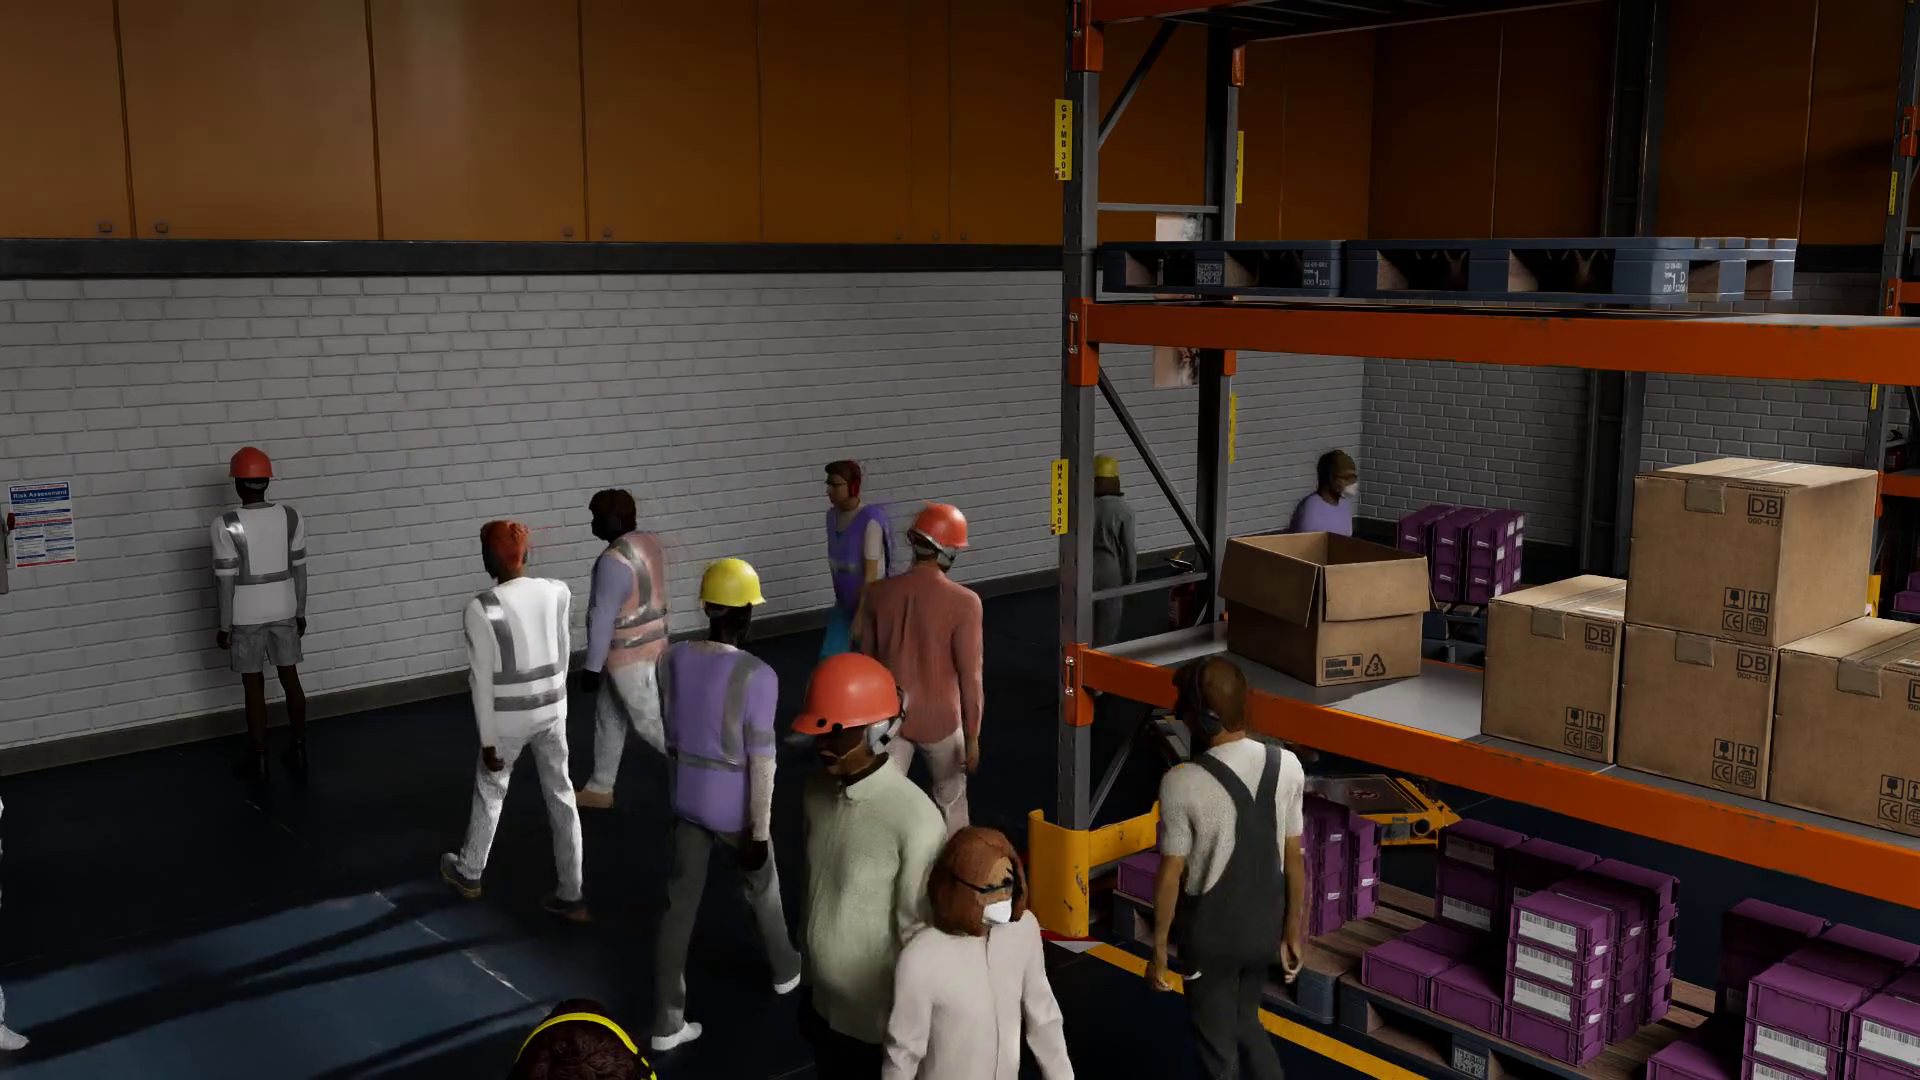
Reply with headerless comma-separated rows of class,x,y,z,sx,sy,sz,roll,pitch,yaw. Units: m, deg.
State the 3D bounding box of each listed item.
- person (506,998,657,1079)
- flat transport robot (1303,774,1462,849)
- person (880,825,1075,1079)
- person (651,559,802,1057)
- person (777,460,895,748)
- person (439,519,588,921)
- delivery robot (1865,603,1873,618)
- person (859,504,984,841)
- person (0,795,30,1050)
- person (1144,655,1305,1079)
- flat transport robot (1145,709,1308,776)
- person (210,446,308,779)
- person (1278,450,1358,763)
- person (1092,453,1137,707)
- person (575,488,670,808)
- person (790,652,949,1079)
person,-0.581,1.656,2.707,0.526,1.862,0.315,-6,12,-32
flat transport robot,1.892,1.426,8.705,1.431,0.197,0.652,-1,10,-5
person,0.078,1.514,4.331,0.889,1.577,0.506,9,13,42
person,-0.915,0.999,6.503,0.606,1.872,0.980,5,11,28
person,-0.701,0.416,10.139,0.914,1.799,0.575,-8,12,-38
person,-2.079,0.811,7.725,0.950,1.841,0.599,9,13,42
delivery robot,6.545,0.554,12.708,0.477,0.478,0.707,-10,13,-44
person,-0.177,0.799,7.579,0.691,1.921,1.052,4,11,23
person,-3.895,1.163,6.288,0.547,1.618,0.528,3,10,18
person,0.845,1.256,5.189,0.514,1.818,0.452,-5,11,-27
flat transport robot,1.533,1.256,9.700,0.652,0.197,1.431,-1,10,-4
person,-4.084,0.422,9.712,0.362,1.938,0.545,8,13,41
person,2.127,0.403,9.937,0.491,1.908,0.646,7,12,35
person,0.927,0.274,11.244,0.491,1.715,0.789,4,10,22
person,-1.713,0.613,9.004,0.923,1.808,0.628,1,10,3
person,-0.269,1.276,4.570,0.400,1.986,0.615,-7,12,-36
